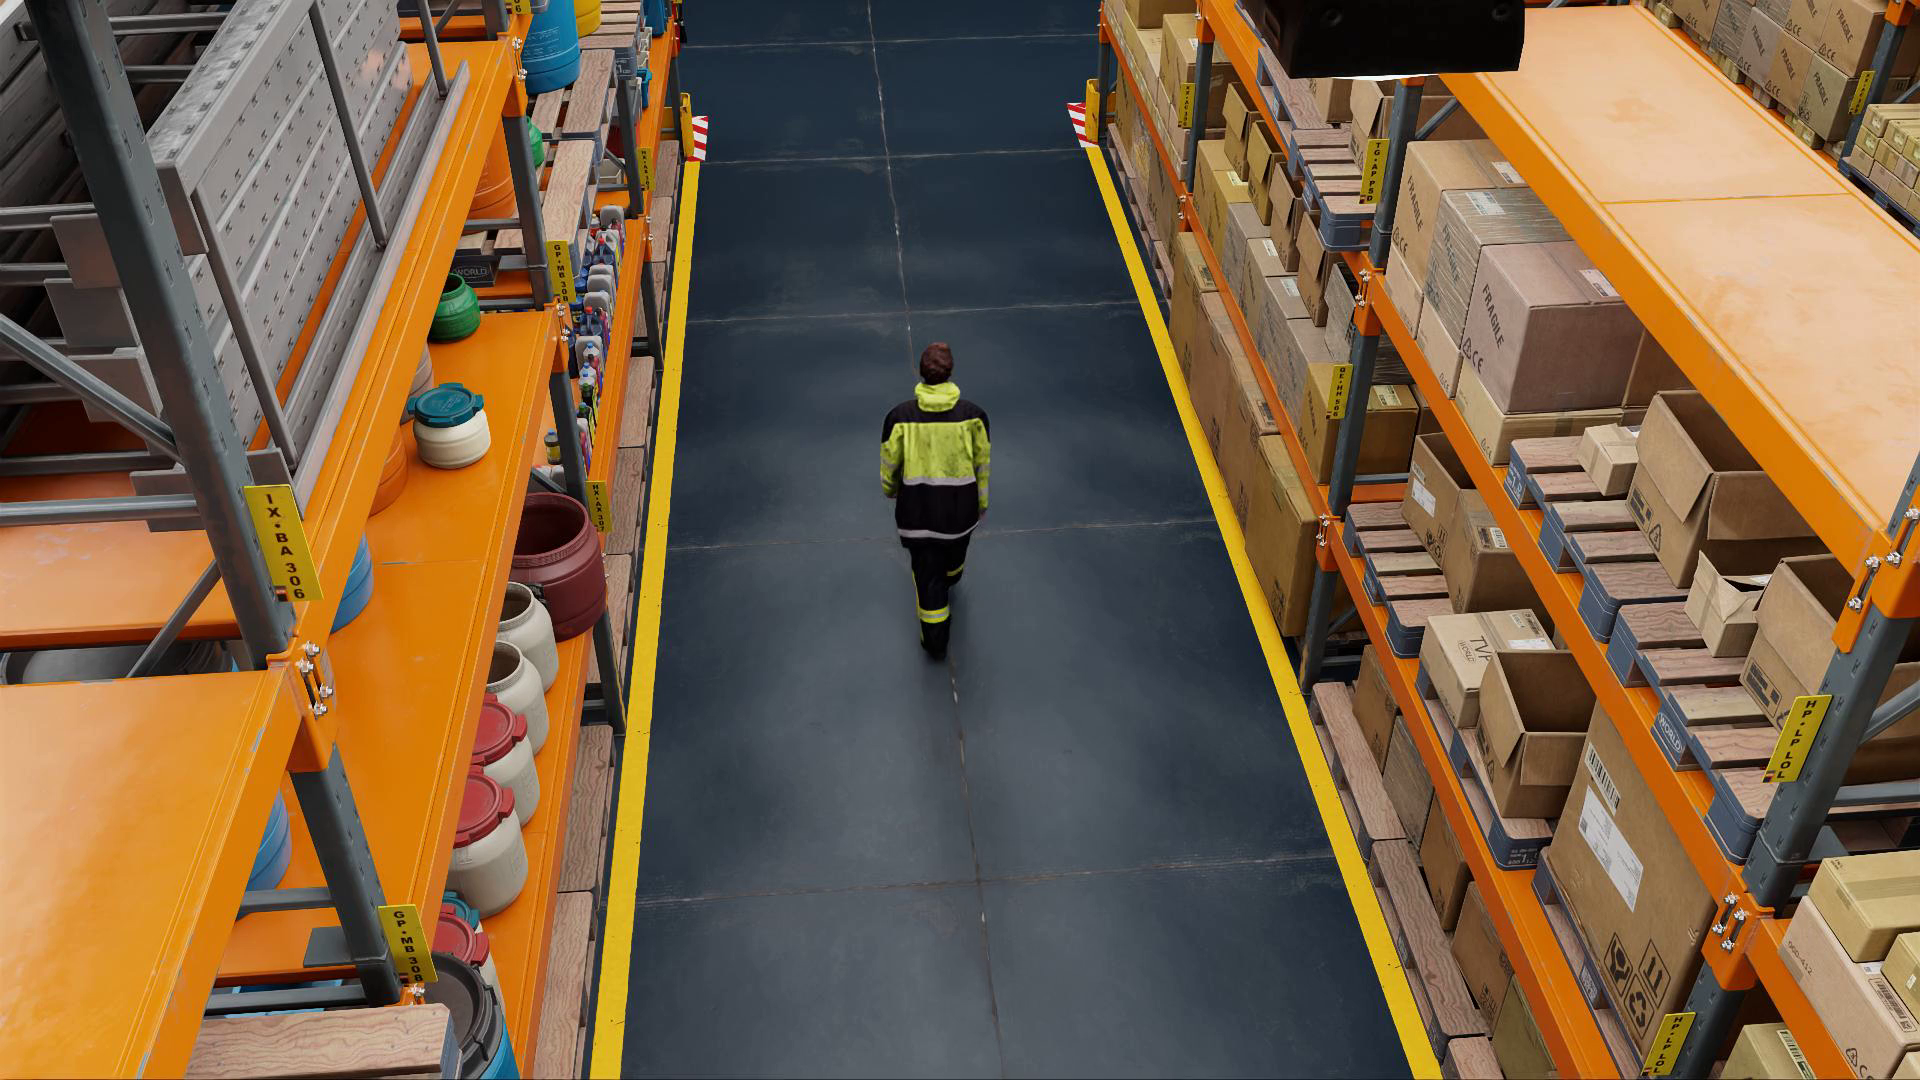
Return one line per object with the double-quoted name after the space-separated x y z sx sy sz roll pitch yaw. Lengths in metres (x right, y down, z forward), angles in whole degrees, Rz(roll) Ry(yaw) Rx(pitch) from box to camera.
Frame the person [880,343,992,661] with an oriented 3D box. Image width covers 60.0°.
-0.135 -0.178 9.653 0.778 1.932 1.171 -3 37 -4 "person"
